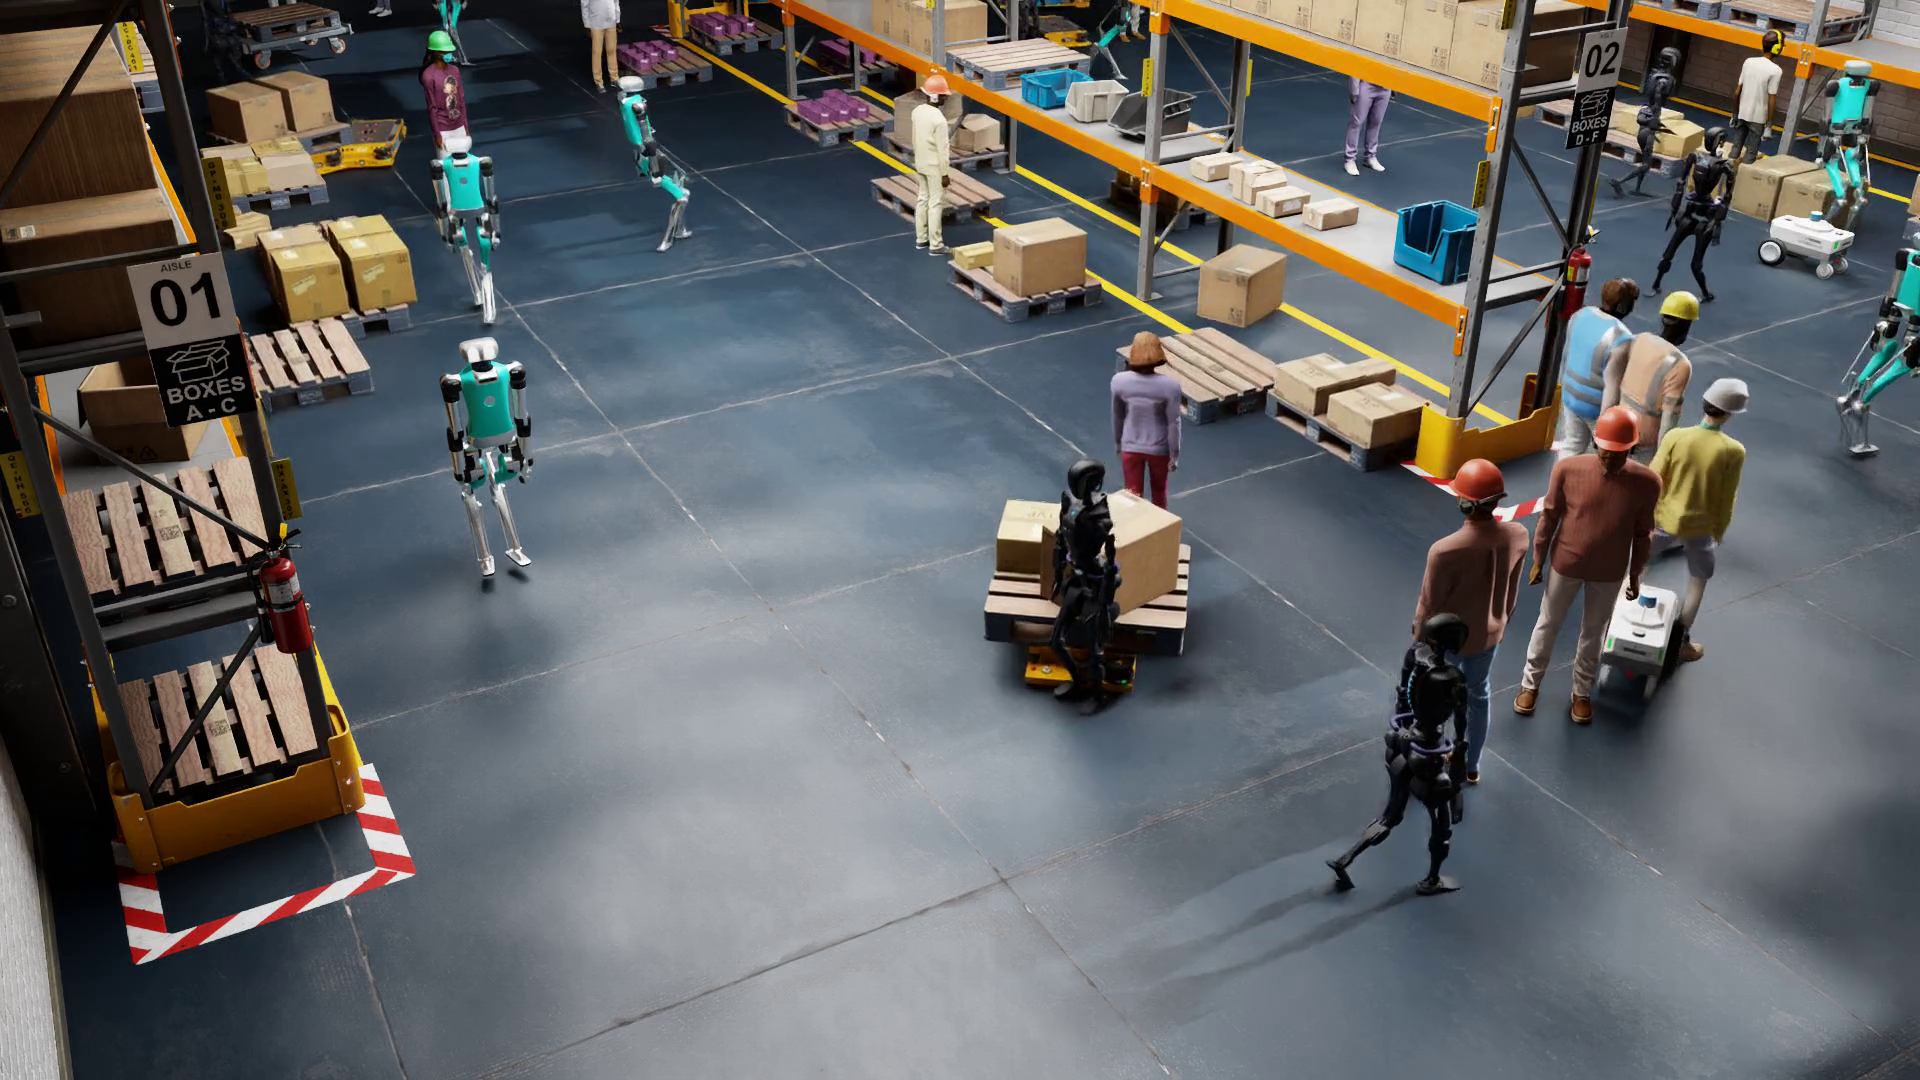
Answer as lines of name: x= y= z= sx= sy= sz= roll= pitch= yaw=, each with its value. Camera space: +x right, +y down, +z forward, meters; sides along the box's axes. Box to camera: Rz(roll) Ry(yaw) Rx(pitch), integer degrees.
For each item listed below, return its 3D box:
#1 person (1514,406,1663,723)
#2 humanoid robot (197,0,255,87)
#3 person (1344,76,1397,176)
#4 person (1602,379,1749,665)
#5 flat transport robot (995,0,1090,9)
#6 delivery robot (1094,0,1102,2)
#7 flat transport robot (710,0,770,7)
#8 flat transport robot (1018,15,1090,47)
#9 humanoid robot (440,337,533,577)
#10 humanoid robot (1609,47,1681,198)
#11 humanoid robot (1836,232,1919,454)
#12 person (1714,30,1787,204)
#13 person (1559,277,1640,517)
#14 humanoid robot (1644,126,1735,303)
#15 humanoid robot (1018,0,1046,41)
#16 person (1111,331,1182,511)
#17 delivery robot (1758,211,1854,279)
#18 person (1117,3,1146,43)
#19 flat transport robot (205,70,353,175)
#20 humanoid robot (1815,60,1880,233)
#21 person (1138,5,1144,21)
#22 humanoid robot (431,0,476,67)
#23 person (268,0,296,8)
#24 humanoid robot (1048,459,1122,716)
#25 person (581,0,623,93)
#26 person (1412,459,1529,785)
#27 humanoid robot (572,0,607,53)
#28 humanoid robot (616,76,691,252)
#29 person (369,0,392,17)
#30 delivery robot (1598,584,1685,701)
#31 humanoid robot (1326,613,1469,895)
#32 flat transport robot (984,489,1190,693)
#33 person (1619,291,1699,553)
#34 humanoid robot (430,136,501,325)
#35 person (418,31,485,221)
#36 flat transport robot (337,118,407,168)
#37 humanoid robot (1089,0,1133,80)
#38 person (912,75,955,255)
person: x=3.558 y=0.146 z=9.426 sx=0.621 sy=1.991 sz=0.394 roll=9 pitch=31 yaw=15
humanoid robot: x=-9.403 y=-6.465 z=21.277 sx=0.643 sy=1.632 sz=0.608 roll=8 pitch=31 yaw=14
person: x=4.624 y=-5.043 z=18.551 sx=0.641 sy=1.904 sz=0.404 roll=-12 pitch=32 yaw=-21
person: x=4.333 y=-0.104 z=9.999 sx=0.551 sy=1.857 sz=0.488 roll=20 pitch=36 yaw=31
flat transport robot: x=1.293 y=-8.582 z=26.349 sx=1.431 sy=0.231 sz=0.659 roll=-3 pitch=30 yaw=-6
delivery robot: x=2.267 y=-8.998 z=26.803 sx=0.783 sy=0.612 sz=0.524 roll=-18 pitch=34 yaw=-28
flat transport robot: x=-3.262 y=-8.685 z=26.528 sx=1.431 sy=0.231 sz=0.659 roll=-8 pitch=31 yaw=-13
flat transport robot: x=1.344 y=-7.462 z=24.400 sx=0.659 sy=0.231 sz=1.431 roll=-9 pitch=31 yaw=-15
humanoid robot: x=-3.097 y=-0.602 z=10.850 sx=0.533 sy=1.677 sz=0.735 roll=-16 pitch=33 yaw=-25
humanoid robot: x=7.315 y=-4.445 z=17.745 sx=0.448 sy=1.640 sz=0.602 roll=13 pitch=32 yaw=21
humanoid robot: x=6.846 y=-1.373 z=12.381 sx=0.678 sy=1.854 sz=0.539 roll=-9 pitch=31 yaw=-16
person: x=8.332 y=-4.408 z=17.483 sx=0.309 sy=1.864 sz=0.529 roll=-12 pitch=32 yaw=-20
person: x=4.393 y=-0.947 z=11.496 sx=0.462 sy=1.824 sz=0.642 roll=-8 pitch=31 yaw=-14
humanoid robot: x=6.740 y=-2.948 z=15.166 sx=0.491 sy=1.638 sz=0.585 roll=-17 pitch=34 yaw=-28
humanoid robot: x=0.963 y=-7.609 z=23.253 sx=0.407 sy=1.646 sz=0.594 roll=16 pitch=33 yaw=25
person: x=1.242 y=-0.629 z=11.165 sx=0.503 sy=1.587 sz=0.697 roll=7 pitch=31 yaw=12
delivery robot: x=8.242 y=-2.895 z=16.175 sx=0.499 sy=0.607 sz=0.808 roll=-20 pitch=36 yaw=-31
person: x=2.531 y=-8.181 z=24.021 sx=0.582 sy=1.894 sz=0.375 roll=-21 pitch=36 yaw=-32
flat transport robot: x=-7.731 y=-4.387 z=19.046 sx=1.431 sy=0.231 sz=0.659 roll=22 pitch=36 yaw=33
humanoid robot: x=8.856 y=-3.791 z=16.551 sx=0.533 sy=1.795 sz=0.804 roll=-2 pitch=30 yaw=-4
person: x=2.656 y=-8.828 z=25.226 sx=0.477 sy=1.825 sz=0.658 roll=17 pitch=34 yaw=26
humanoid robot: x=-7.032 y=-7.373 z=22.769 sx=0.589 sy=1.773 sz=0.879 roll=-1 pitch=30 yaw=-2
person: x=-10.137 y=-8.514 z=24.653 sx=0.626 sy=1.844 sz=0.429 roll=-15 pitch=33 yaw=-24
humanoid robot: x=0.730 y=0.277 z=9.520 sx=0.344 sy=1.648 sz=0.589 roll=-17 pitch=34 yaw=-27
person: x=-4.653 y=-6.752 z=21.667 sx=0.571 sy=1.755 sz=0.320 roll=-26 pitch=39 yaw=-37
person: x=2.659 y=0.479 z=8.860 sx=0.615 sy=1.986 sz=0.401 roll=-10 pitch=31 yaw=-17
humanoid robot: x=-5.227 y=-7.824 z=23.668 sx=0.613 sy=1.630 sz=0.786 roll=-6 pitch=30 yaw=-11
humanoid robot: x=-2.895 y=-3.720 z=16.419 sx=0.871 sy=1.778 sz=0.590 roll=-16 pitch=34 yaw=-26
person: x=-9.018 y=-8.887 z=25.508 sx=0.276 sy=1.631 sz=0.504 roll=-22 pitch=36 yaw=-33
delivery robot: x=4.136 y=0.567 z=10.121 sx=0.499 sy=0.579 sz=0.774 roll=14 pitch=33 yaw=23
humanoid robot: x=2.209 y=1.086 z=8.150 sx=0.690 sy=1.656 sz=0.603 roll=-9 pitch=31 yaw=-16
flat transport robot: x=0.824 y=0.480 z=10.574 sx=0.659 sy=0.231 sz=1.431 roll=5 pitch=30 yaw=8
person: x=4.666 y=-0.752 z=11.100 sx=0.922 sy=1.874 sz=0.630 roll=-8 pitch=31 yaw=-14
humanoid robot: x=-4.362 y=-2.803 z=14.842 sx=0.532 sy=1.746 sz=1.011 roll=-7 pitch=31 yaw=-13
person: x=-5.280 y=-4.276 z=17.182 sx=0.432 sy=1.944 sz=0.481 roll=18 pitch=34 yaw=28
flat transport robot: x=-6.932 y=-4.670 z=19.540 sx=0.659 sy=0.231 sz=1.431 roll=-5 pitch=30 yaw=-8
humanoid robot: x=1.941 y=-6.935 z=22.087 sx=0.843 sy=1.858 sz=0.544 roll=6 pitch=30 yaw=11
person: x=-0.250 y=-3.681 z=16.329 sx=0.336 sy=1.747 sz=0.564 roll=-16 pitch=34 yaw=-26
